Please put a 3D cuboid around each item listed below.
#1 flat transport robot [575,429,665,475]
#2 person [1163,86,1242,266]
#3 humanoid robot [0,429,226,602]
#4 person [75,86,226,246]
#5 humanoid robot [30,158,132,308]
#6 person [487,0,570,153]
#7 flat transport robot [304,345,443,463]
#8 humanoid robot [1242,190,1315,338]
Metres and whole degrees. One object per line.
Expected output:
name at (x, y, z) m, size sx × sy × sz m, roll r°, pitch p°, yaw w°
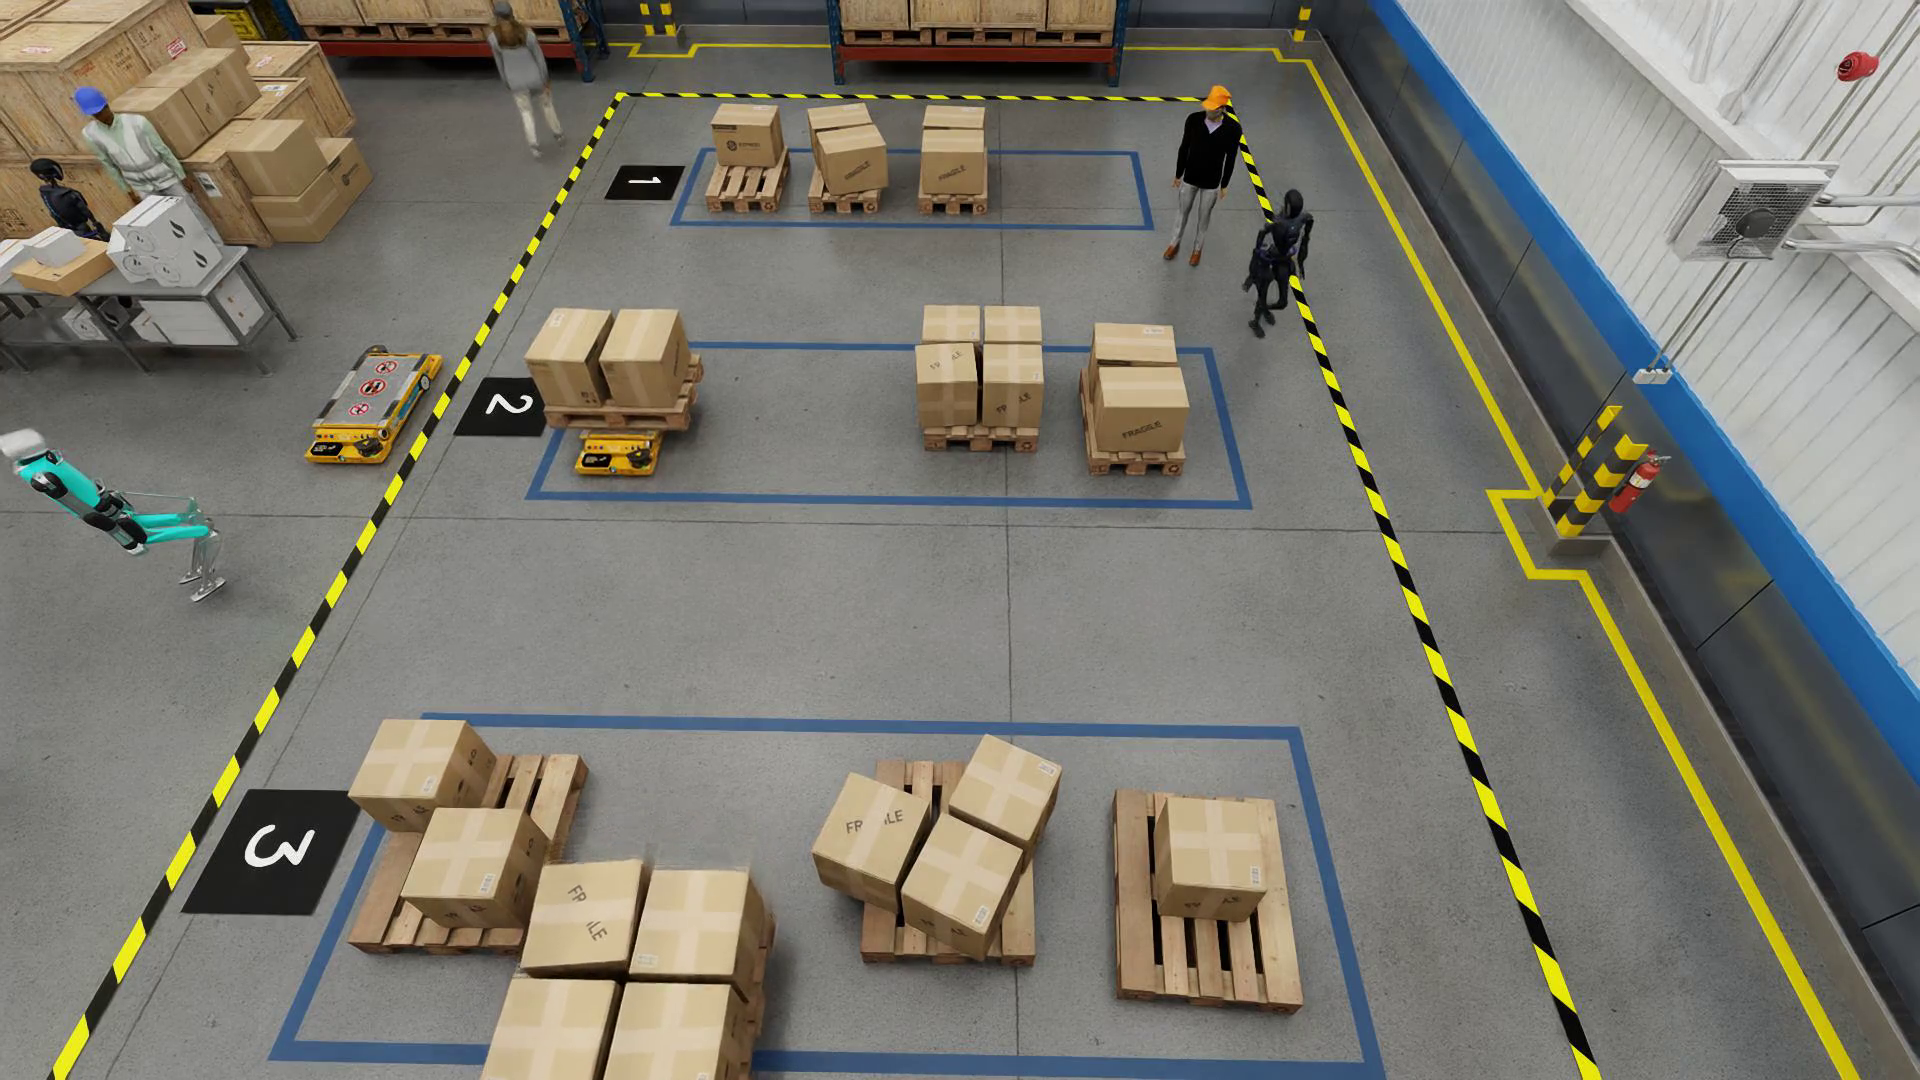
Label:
flat transport robot at (-2.985, -1.172, 8.340) m, size 0.652 × 0.197 × 1.431 m, roll 1°, pitch 50°, yaw 1°
person at (2.500, -3.734, 9.471) m, size 0.586 × 1.879 × 0.390 m, roll 21°, pitch 53°, yaw 17°
humanoid robot at (-5.798, -0.233, 6.511) m, size 0.735 × 1.681 × 0.533 m, roll -36°, pitch 58°, yaw -26°
person at (-8.255, -3.672, 9.383) m, size 0.604 × 1.940 × 0.415 m, roll -21°, pitch 53°, yaw -17°
humanoid robot at (-8.423, -2.882, 8.899) m, size 0.592 × 1.629 × 0.583 m, roll 13°, pitch 51°, yaw 11°
person at (-5.270, -5.624, 11.142) m, size 0.572 × 1.768 × 0.399 m, roll -9°, pitch 50°, yaw -7°
flat transport robot at (-5.383, -1.269, 8.441) m, size 0.659 × 0.231 × 1.431 m, roll 1°, pitch 50°, yaw 1°
humanoid robot at (2.980, -2.601, 8.652) m, size 0.631 × 1.625 × 0.481 m, roll -11°, pitch 51°, yaw -9°
